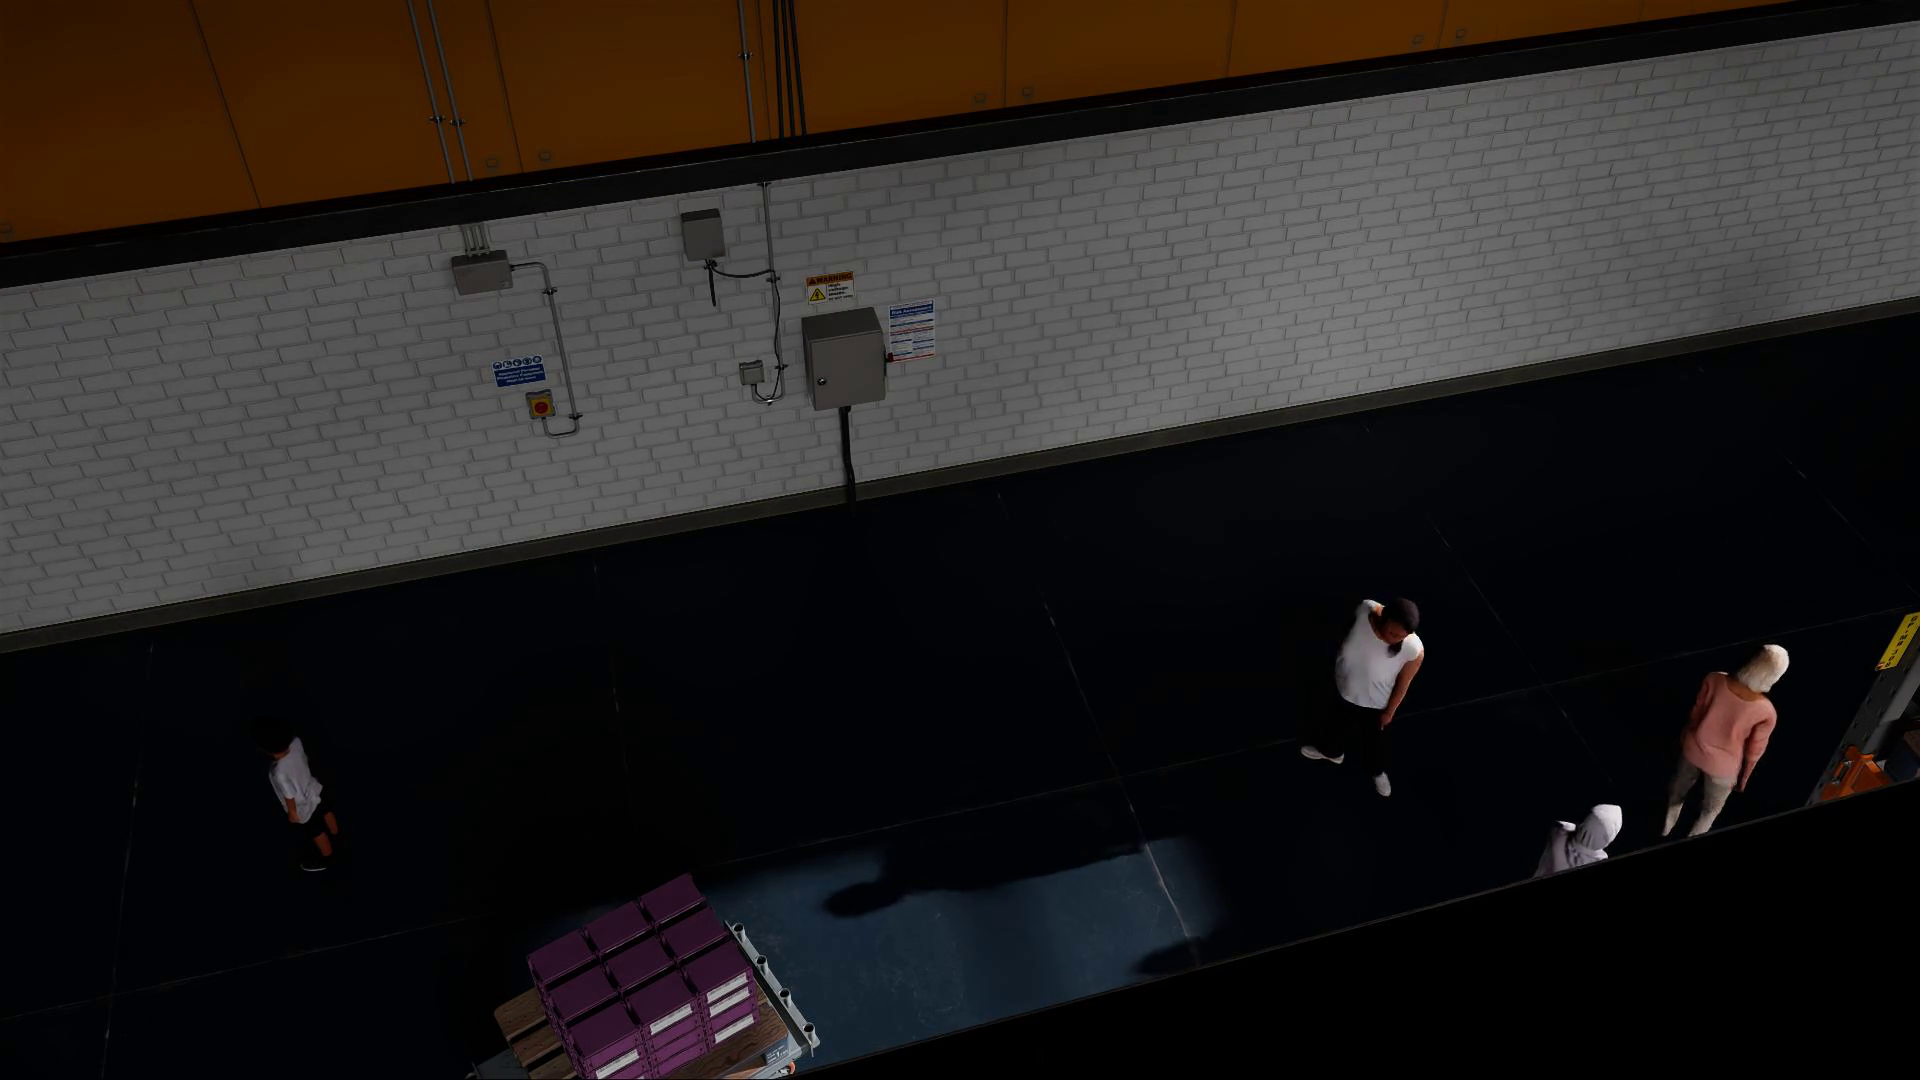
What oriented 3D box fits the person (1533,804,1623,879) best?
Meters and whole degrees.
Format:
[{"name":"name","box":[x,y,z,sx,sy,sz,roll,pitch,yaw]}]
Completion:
[{"name":"person","box":[3.076,1.989,8.720,0.750,1.764,0.872,-17,46,-17]}]

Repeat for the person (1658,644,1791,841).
[{"name":"person","box":[4.294,1.279,9.510,0.952,1.702,0.963,-34,53,-31]}]

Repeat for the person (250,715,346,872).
[{"name":"person","box":[-3.822,1.455,9.648,0.601,1.257,0.495,1,44,1]}]

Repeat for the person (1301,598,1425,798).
[{"name":"person","box":[2.404,0.850,9.991,0.916,1.661,0.743,-17,46,-17]}]
